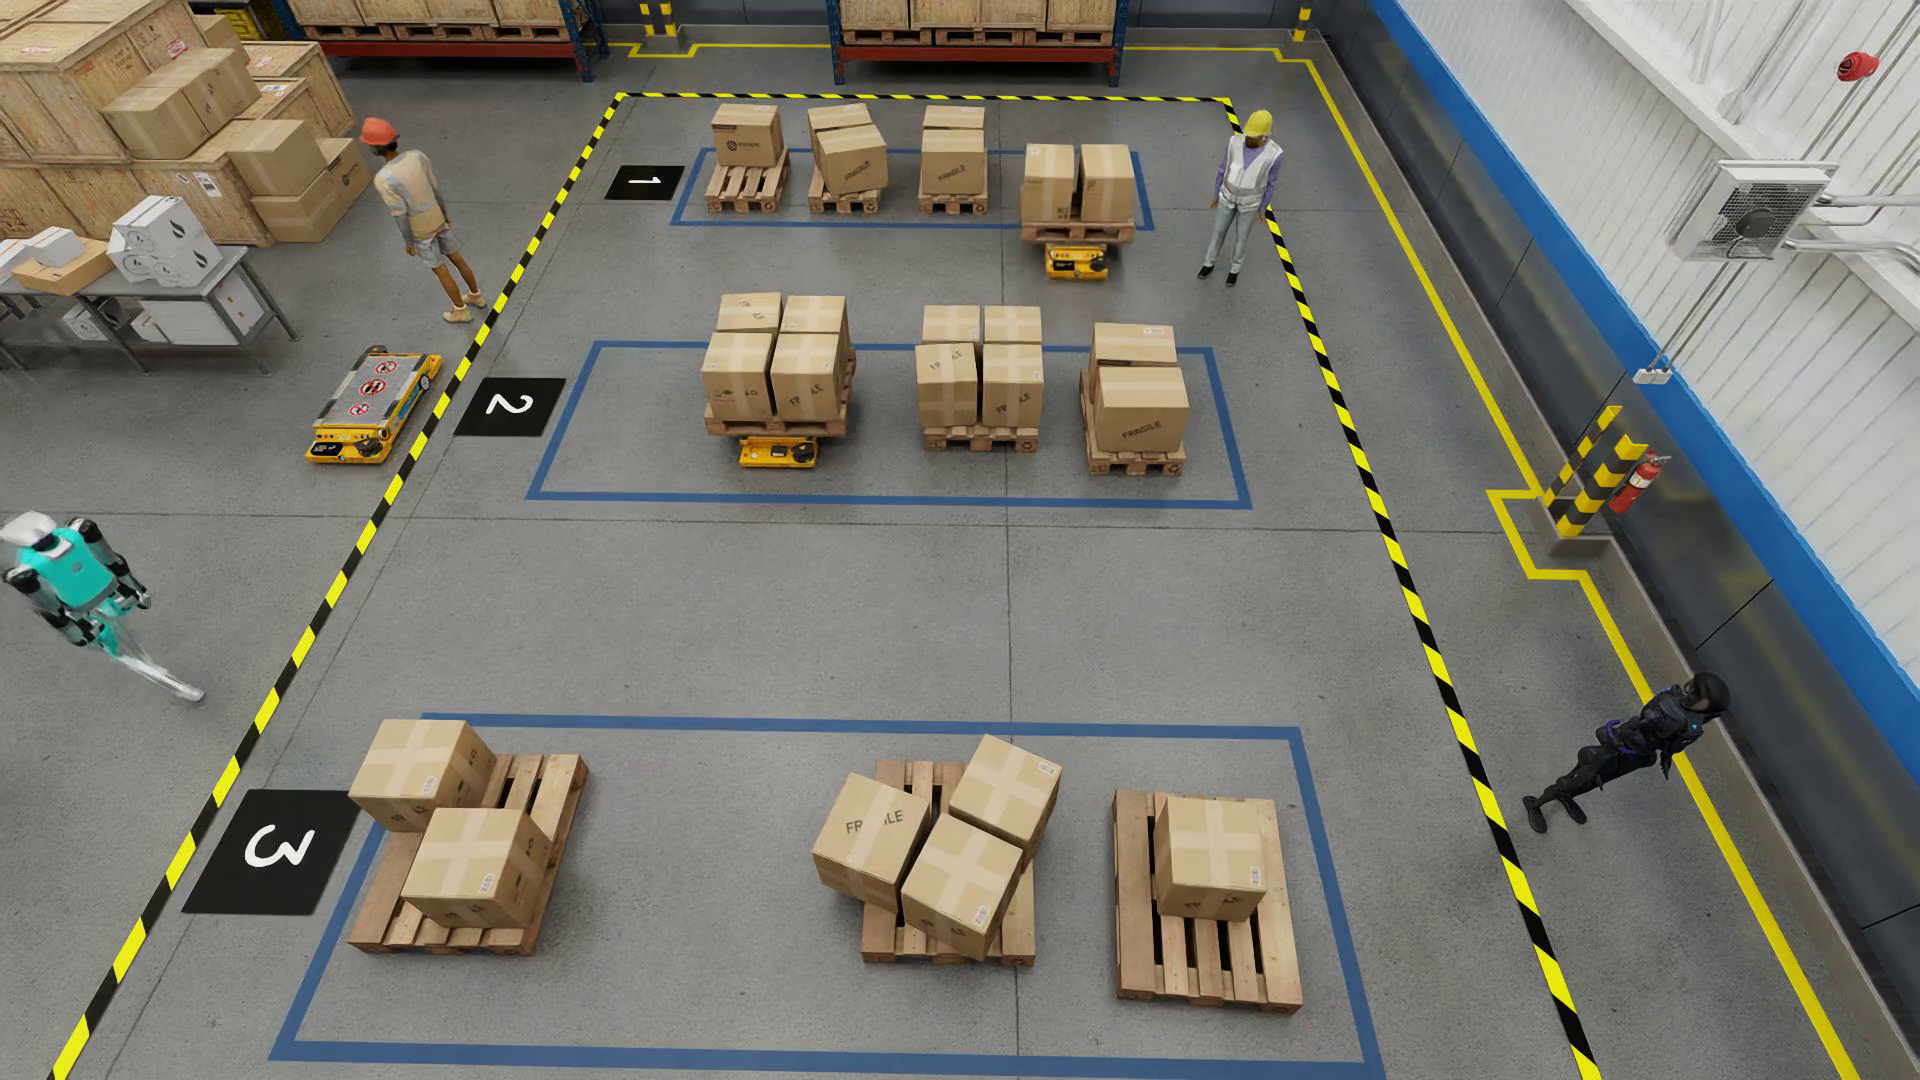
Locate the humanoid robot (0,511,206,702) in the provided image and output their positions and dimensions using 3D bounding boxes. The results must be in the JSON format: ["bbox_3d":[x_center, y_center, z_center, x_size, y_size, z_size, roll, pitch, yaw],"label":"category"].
[{"bbox_3d":[-5.726,0.434,6.029,0.893,1.743,0.552,12,51,10],"label":"humanoid robot"}]

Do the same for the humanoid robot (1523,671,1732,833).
[{"bbox_3d":[3.920,1.258,5.372,0.599,1.654,0.315,-7,50,-6],"label":"humanoid robot"}]

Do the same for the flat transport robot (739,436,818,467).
[{"bbox_3d":[-1.582,-1.235,8.394,0.652,0.197,1.431,1,50,1],"label":"flat transport robot"}]

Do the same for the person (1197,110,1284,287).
[{"bbox_3d":[2.827,-3.430,9.249,0.586,1.825,0.404,24,54,19],"label":"person"}]

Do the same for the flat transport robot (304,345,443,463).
[{"bbox_3d":[-5.383,-1.269,8.441,0.659,0.231,1.431,1,50,1],"label":"flat transport robot"}]

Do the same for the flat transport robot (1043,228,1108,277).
[{"bbox_3d":[1.270,-3.429,10.250,0.652,0.197,1.431,1,50,1],"label":"flat transport robot"}]

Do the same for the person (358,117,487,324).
[{"bbox_3d":[-5.115,-3.008,8.749,0.364,2.048,0.607,12,51,10],"label":"person"}]
